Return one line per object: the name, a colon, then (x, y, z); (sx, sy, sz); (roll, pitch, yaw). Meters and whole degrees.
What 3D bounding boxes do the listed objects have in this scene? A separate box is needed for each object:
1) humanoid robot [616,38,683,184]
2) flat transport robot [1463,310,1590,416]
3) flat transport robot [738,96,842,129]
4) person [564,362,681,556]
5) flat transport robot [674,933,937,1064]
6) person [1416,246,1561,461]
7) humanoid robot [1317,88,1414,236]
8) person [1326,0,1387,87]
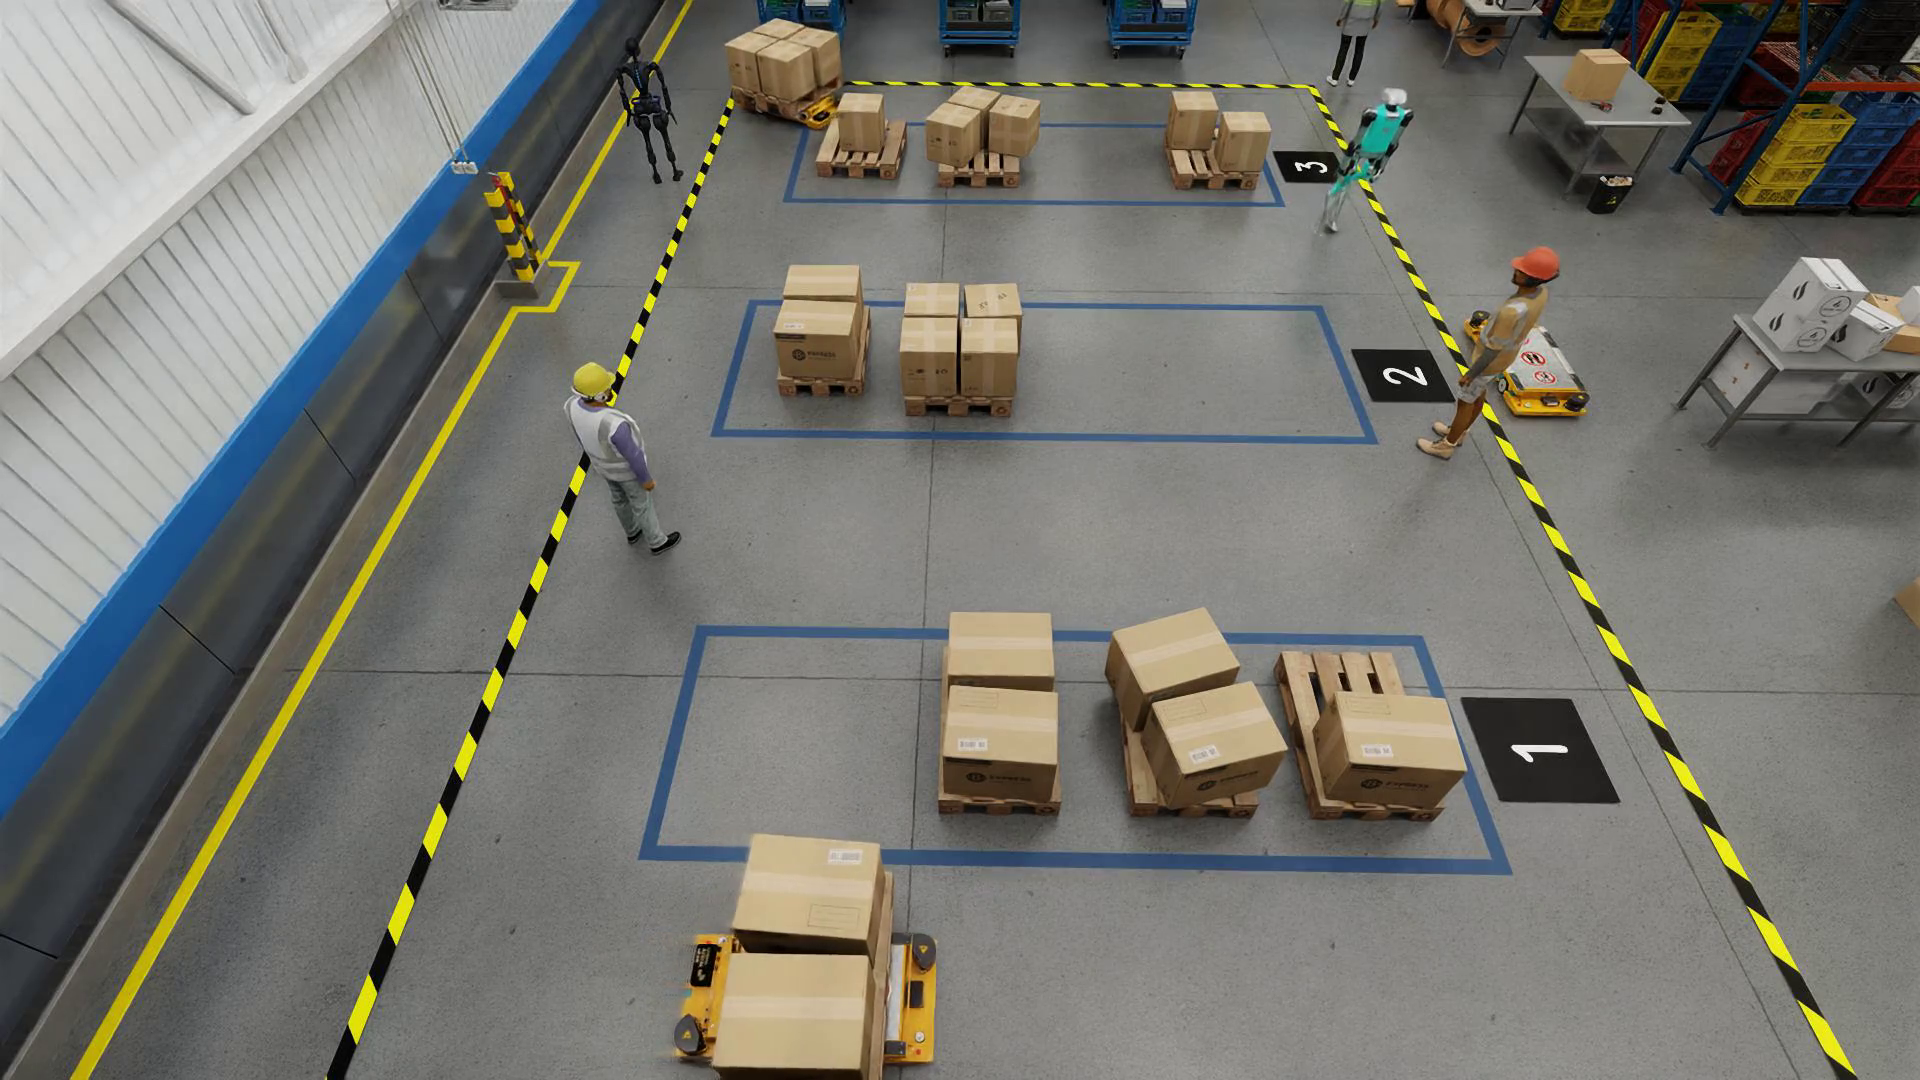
humanoid robot: (-3.763, -5.168, 11.066); (0.599, 1.655, 0.315); (-8, 50, -7)
flat transport robot: (5.573, -1.757, 9.054); (0.659, 0.231, 1.431); (1, 49, 1)
flat transport robot: (-2.355, -6.137, 12.827); (1.431, 0.197, 0.652); (25, 54, 20)
person: (-2.588, -0.599, 7.016); (0.601, 1.830, 0.404); (25, 54, 20)
flat transport robot: (-0.857, 2.607, 5.258); (1.431, 0.197, 0.652); (1, 49, 1)
person: (4.427, -1.529, 7.682); (0.607, 2.048, 0.364); (-35, 58, -26)
humanoid robot: (4.422, -4.192, 10.224); (0.560, 1.828, 0.785); (-4, 49, -3)
person: (5.609, -7.370, 12.865); (0.594, 1.851, 0.398); (3, 49, 2)
